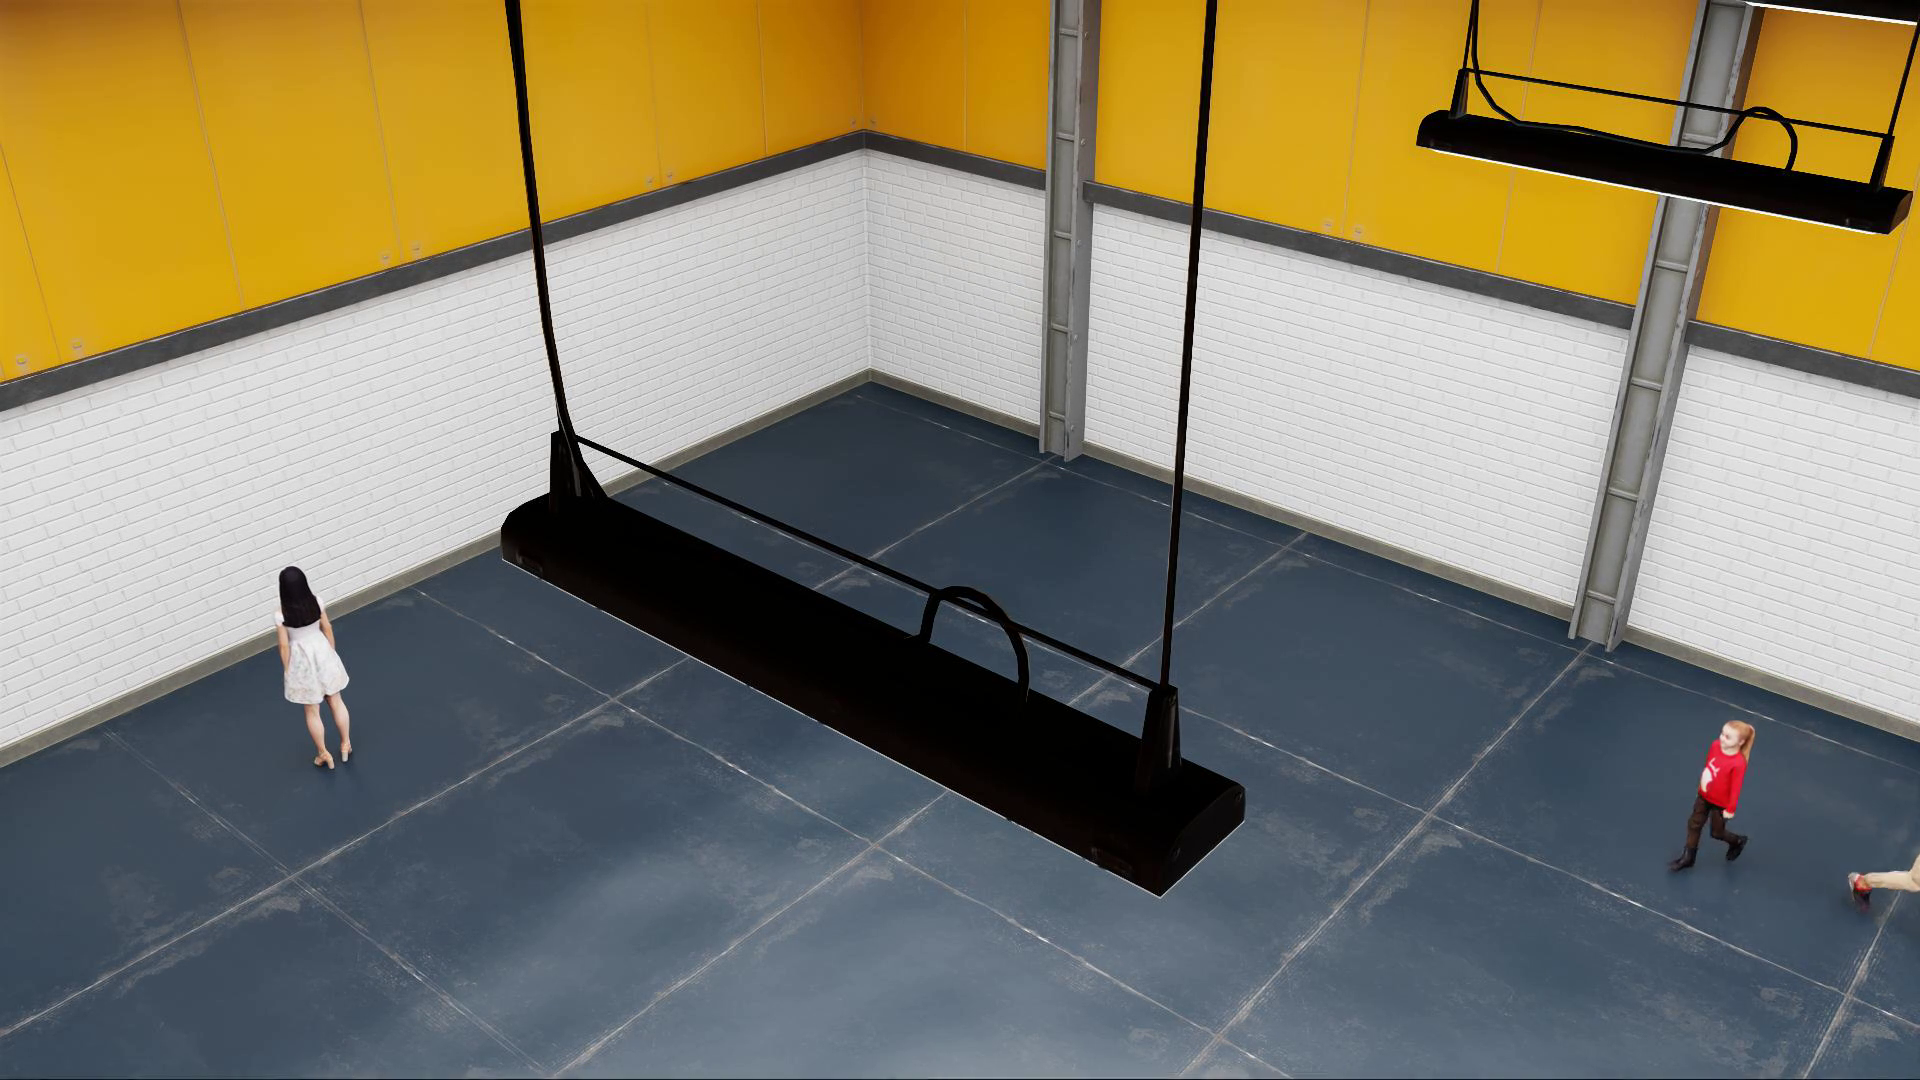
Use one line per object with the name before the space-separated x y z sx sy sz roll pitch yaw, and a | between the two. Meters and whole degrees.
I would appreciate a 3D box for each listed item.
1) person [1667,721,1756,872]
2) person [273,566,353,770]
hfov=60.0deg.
person | 5.442 1.830 11.869 0.794 1.269 0.814 -9 30 -16
person | -5.022 0.983 12.894 0.691 1.774 0.686 -22 35 -34
